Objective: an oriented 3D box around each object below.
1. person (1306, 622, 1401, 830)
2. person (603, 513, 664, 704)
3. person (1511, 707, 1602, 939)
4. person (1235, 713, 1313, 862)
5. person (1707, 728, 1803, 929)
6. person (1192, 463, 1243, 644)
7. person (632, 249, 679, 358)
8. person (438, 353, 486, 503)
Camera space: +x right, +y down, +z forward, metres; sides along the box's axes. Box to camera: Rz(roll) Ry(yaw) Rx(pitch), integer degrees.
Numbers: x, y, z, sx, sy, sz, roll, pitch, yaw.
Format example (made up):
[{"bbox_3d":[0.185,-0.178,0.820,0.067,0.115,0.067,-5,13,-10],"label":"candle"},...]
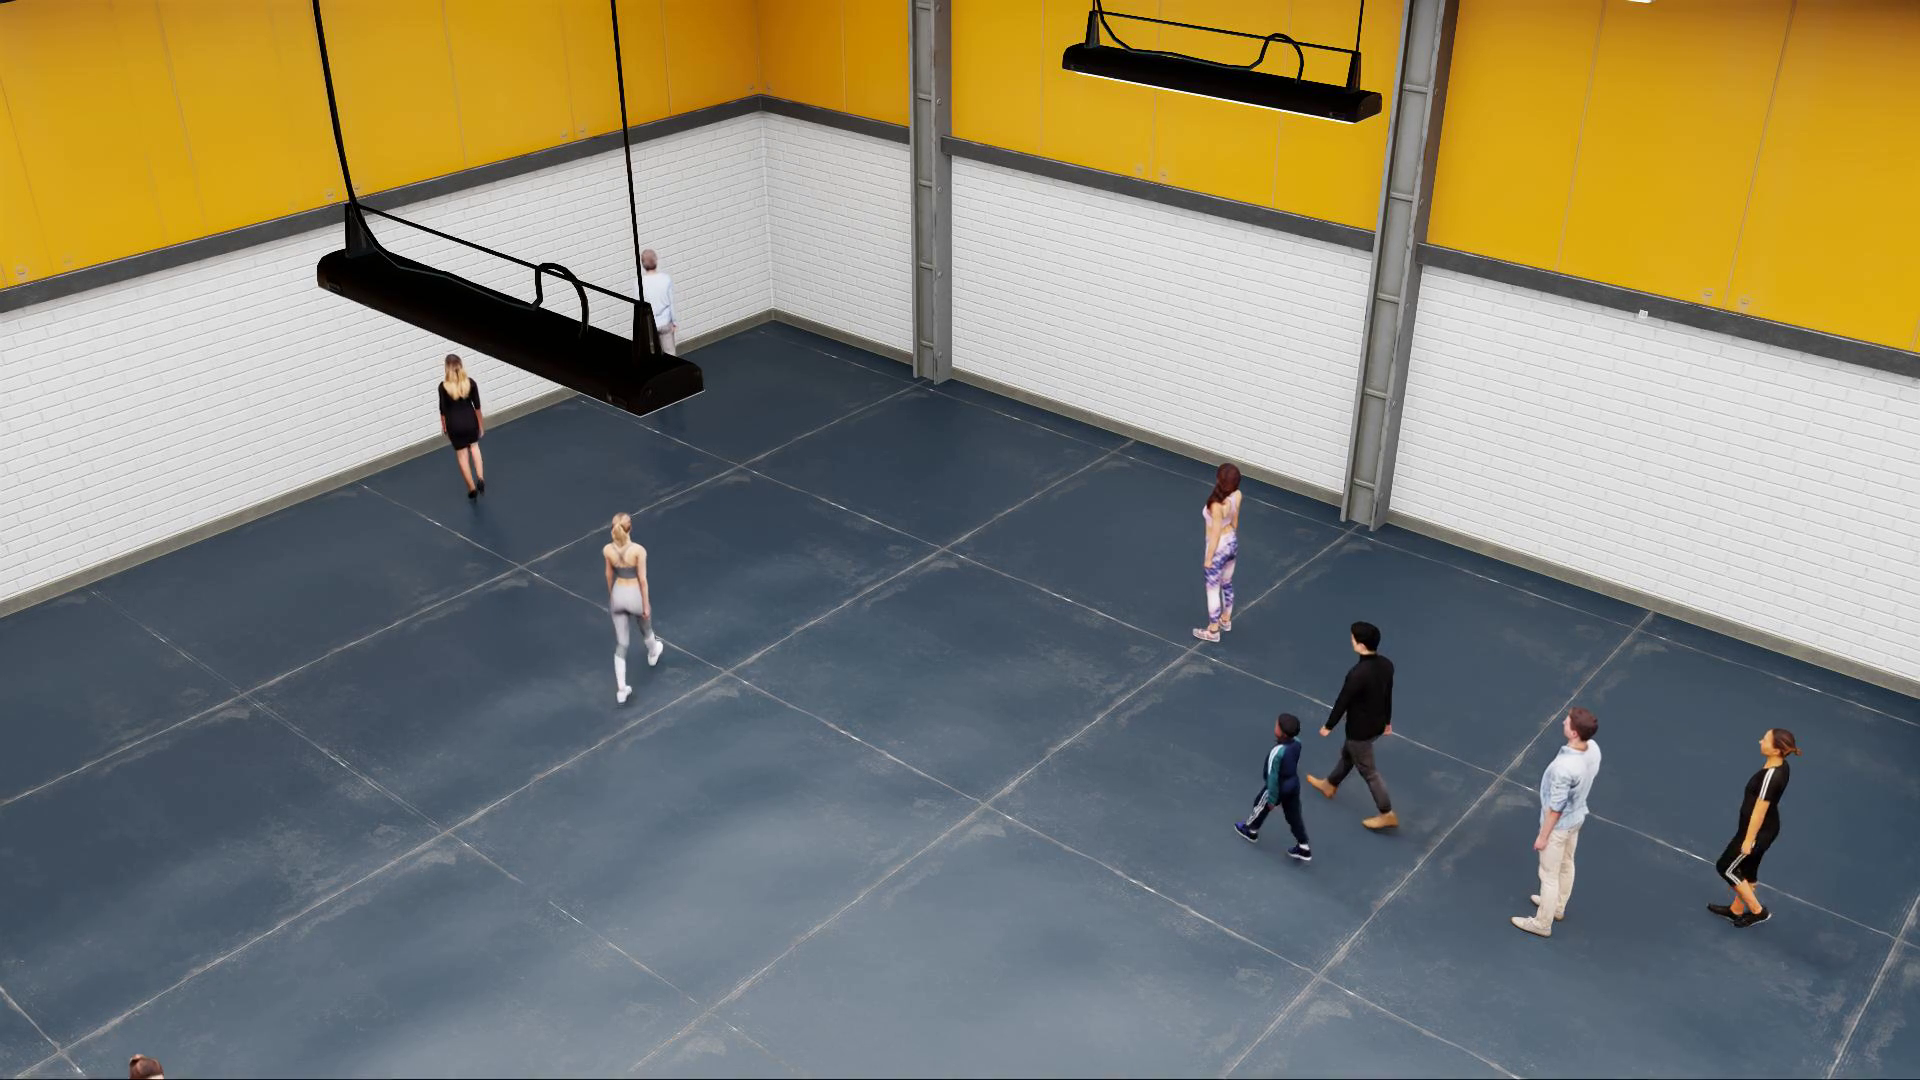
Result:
[{"bbox_3d":[3.157,1.452,12.725,1.109,1.683,0.706,24,37,37],"label":"person"},{"bbox_3d":[-2.873,0.607,14.306,1.134,1.653,1.047,3,29,5],"label":"person"},{"bbox_3d":[4.211,1.965,11.615,0.670,1.847,0.592,-24,37,-37],"label":"person"},{"bbox_3d":[2.456,1.866,12.442,0.595,1.228,0.917,-23,36,-36],"label":"person"},{"bbox_3d":[5.654,2.055,11.640,0.638,1.665,0.604,20,34,32],"label":"person"},{"bbox_3d":[2.377,0.099,15.121,0.536,1.766,0.598,24,36,36],"label":"person"},{"bbox_3d":[-3.619,-2.550,19.848,0.751,1.890,0.734,-11,30,-19],"label":"person"},{"bbox_3d":[-5.214,-1.146,17.505,0.635,1.668,0.656,-15,32,-26],"label":"person"}]
